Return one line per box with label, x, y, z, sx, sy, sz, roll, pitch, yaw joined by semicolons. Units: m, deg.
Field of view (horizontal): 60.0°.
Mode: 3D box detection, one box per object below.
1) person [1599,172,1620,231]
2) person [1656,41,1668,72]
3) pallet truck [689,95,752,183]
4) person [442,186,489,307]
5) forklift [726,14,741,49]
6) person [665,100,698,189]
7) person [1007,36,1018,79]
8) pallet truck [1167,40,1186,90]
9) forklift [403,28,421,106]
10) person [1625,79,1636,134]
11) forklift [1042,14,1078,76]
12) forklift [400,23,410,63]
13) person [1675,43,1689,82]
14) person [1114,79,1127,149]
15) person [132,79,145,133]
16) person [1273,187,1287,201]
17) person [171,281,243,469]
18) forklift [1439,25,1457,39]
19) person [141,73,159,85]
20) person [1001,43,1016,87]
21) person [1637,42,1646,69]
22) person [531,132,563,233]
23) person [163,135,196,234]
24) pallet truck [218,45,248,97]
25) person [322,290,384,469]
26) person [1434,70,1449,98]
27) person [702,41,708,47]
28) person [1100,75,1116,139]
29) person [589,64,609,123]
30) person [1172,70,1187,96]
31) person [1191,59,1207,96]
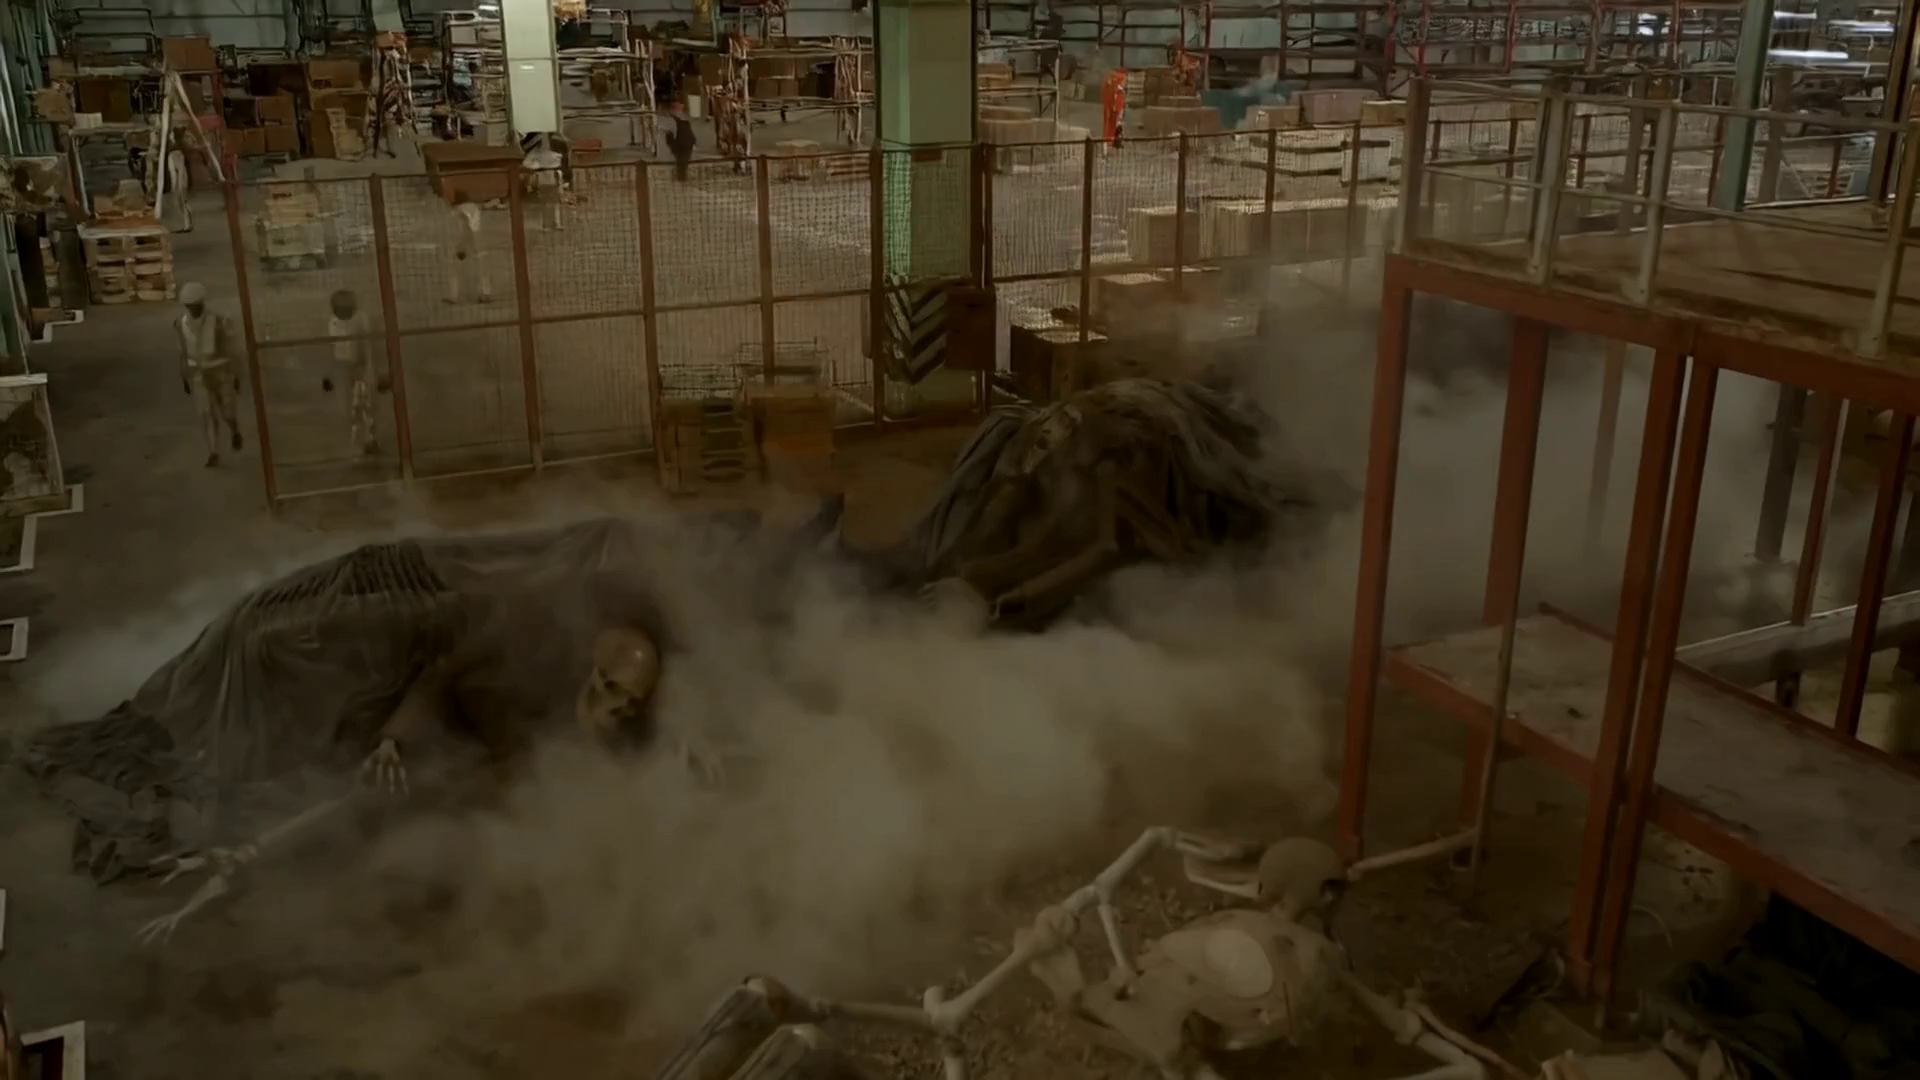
person;10.260;-4.838;26.187;0.971;1.904;0.537;1;19;2
person;32.987;-22.637;77.894;0.470;1.812;0.609;3;19;8
pallet truck;-5.836;-9.608;39.856;0.823;1.965;1.885;10;22;27
person;-7.527;-4.430;25.131;0.873;1.803;0.651;8;21;22
forklift;-10.576;-23.201;77.925;1.873;2.768;1.129;-9;21;-25
person;-6.384;-9.205;38.623;0.917;2.000;0.682;14;23;35
person;2.317;-22.124;76.297;0.568;1.884;1.008;-10;21;-26
pallet truck;9.045;-19.971;69.895;0.823;1.965;1.885;-3;19;-8
forklift;-19.978;-17.146;60.373;1.873;2.768;1.129;7;20;21
person;20.641;-13.414;51.249;0.346;1.767;0.527;6;20;16
forklift;4.555;-23.231;78.011;1.873;2.768;1.129;-3;19;-10
forklift;-22.280;-19.123;66.105;1.129;2.768;1.873;14;23;35
person;29.763;-19.507;68.682;0.555;1.916;0.475;-11;22;-29
person;4.538;-12.045;47.020;0.365;1.932;0.543;-1;19;-4
person;-25.375;-13.405;51.418;0.523;1.631;0.323;6;20;16
person;4.711;-4.212;24.364;0.597;1.897;0.605;-11;22;-30
person;-7.711;-1.719;17.091;0.620;1.924;0.546;-4;19;-12
forklift;18.382;-18.188;63.393;1.873;2.768;1.129;-9;21;-25
person;-28.550;-16.070;58.746;0.603;1.885;0.911;-5;20;-15
person;1.995;-19.577;68.843;0.635;1.935;0.354;3;19;10
person;28.194;-19.660;68.960;0.453;2.030;0.618;8;21;22
person;-7.961;-6.900;32.134;0.582;1.919;0.401;-9;21;-23
person;-15.066;-6.850;32.060;0.309;1.864;0.535;-2;19;-5
pallet truck;-28.879;-18.665;66.111;0.823;1.965;1.885;-3;19;-9
person;-6.317;-1.640;17.036;0.664;1.810;0.844;11;22;29
person;16.227;-15.059;56.222;0.540;1.622;0.457;-4;20;-13
person;-10.936;-20.573;71.779;0.635;1.906;0.973;-6;20;-16
person;4.435;-12.939;49.729;0.507;1.860;0.325;14;24;35
person;-11.949;-14.768;54.996;0.655;1.880;1.051;-15;24;-36
person;6.824;-13.633;51.673;0.618;1.891;0.958;-13;23;-34
person;8.844;-16.928;61.554;0.554;1.666;0.704;-2;19;-6
